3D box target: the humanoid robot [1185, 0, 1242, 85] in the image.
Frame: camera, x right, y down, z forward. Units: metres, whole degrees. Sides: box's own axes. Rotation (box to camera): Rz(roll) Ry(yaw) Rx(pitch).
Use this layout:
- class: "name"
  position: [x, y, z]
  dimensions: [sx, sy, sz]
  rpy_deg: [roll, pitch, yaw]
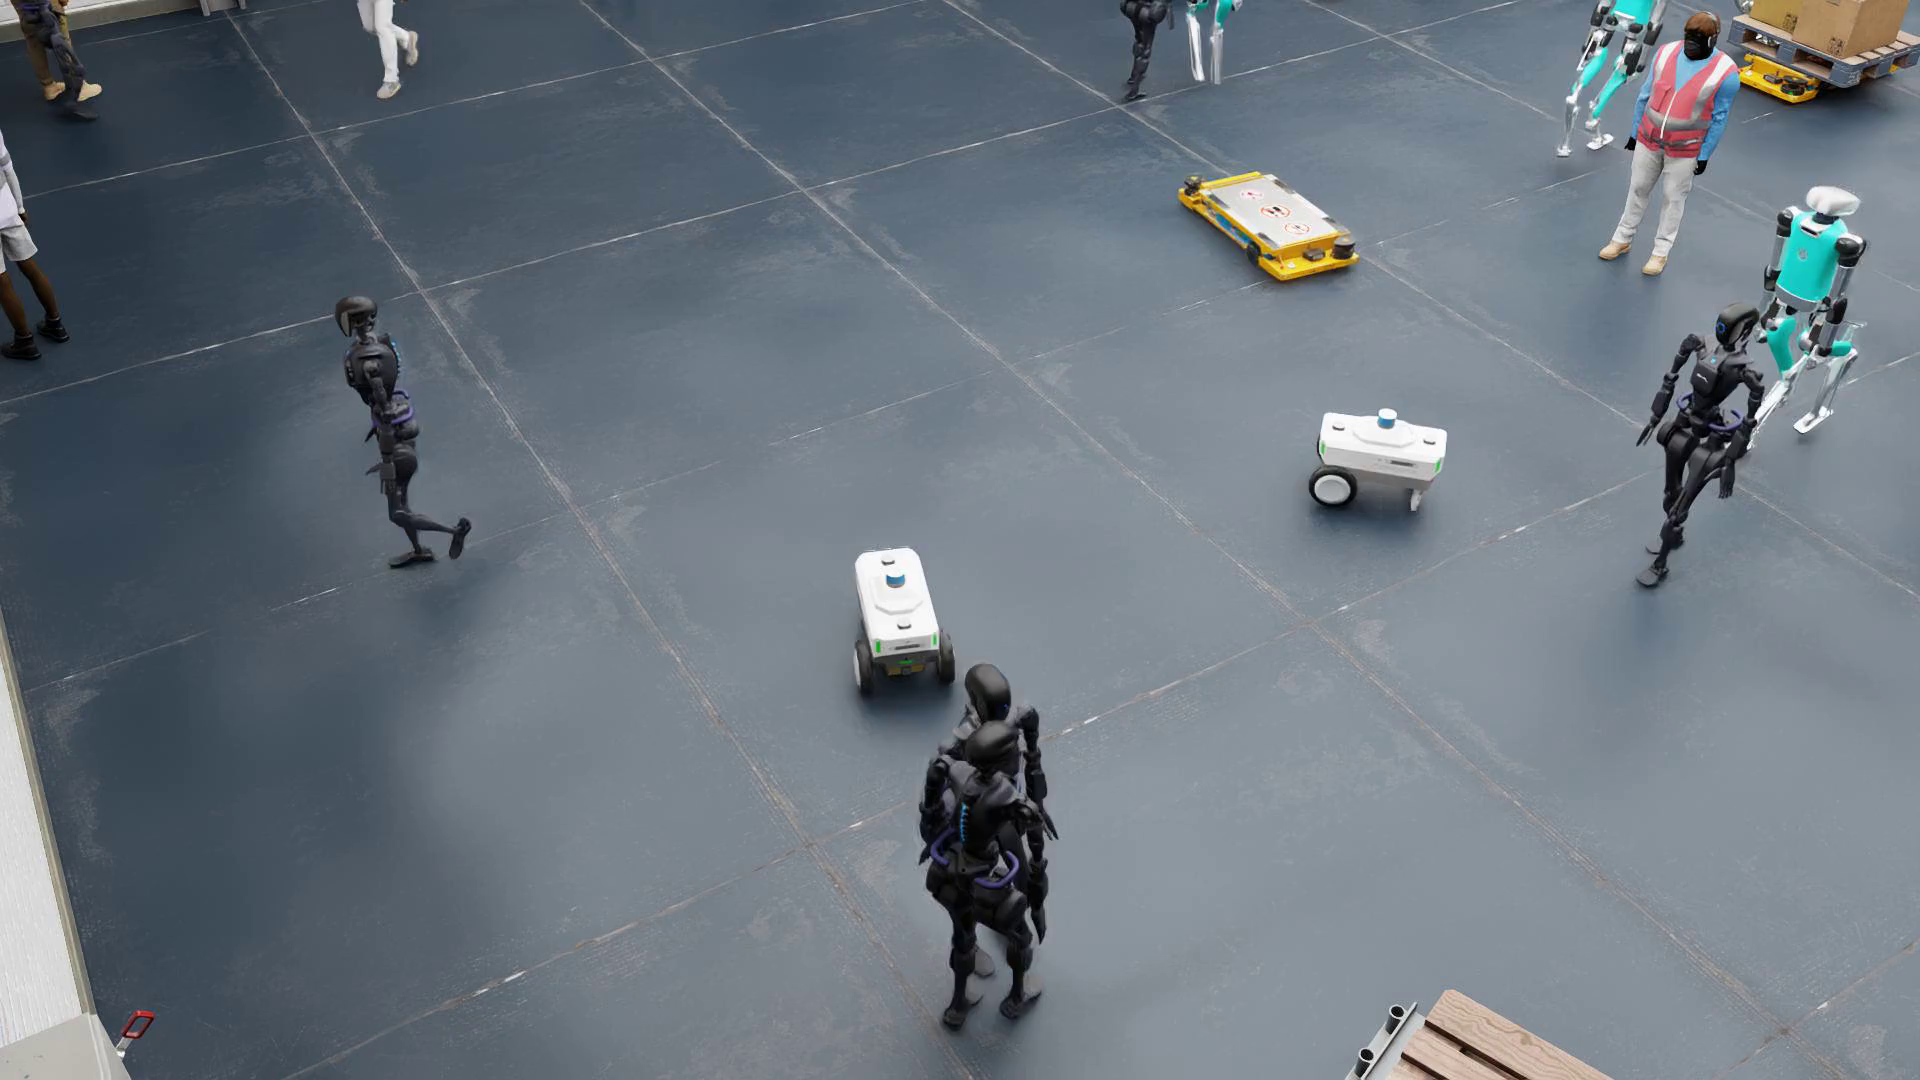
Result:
- class: "humanoid robot"
  position: [2.095, -4.634, 13.994]
  dimensions: [0.541, 1.801, 0.816]
  rpy_deg: [-6, 39, -8]

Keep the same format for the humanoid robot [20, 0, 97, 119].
- class: "humanoid robot"
  position: [-7.404, -4.228, 13.490]
  dimensions: [0.315, 1.656, 0.612]
  rpy_deg: [-17, 42, -21]

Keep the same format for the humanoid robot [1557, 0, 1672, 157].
- class: "humanoid robot"
  position: [4.960, -3.651, 12.751]
  dimensions: [0.581, 1.765, 1.016]
  rpy_deg: [28, 46, 31]

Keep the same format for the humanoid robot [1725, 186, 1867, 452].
- class: "humanoid robot"
  position: [5.062, -1.293, 9.783]
  dimensions: [1.038, 1.772, 0.541]
  rpy_deg: [-18, 42, -21]

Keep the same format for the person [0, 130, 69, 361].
- class: "person"
  position: [-6.170, -2.041, 10.526]
  dimensions: [0.354, 1.938, 0.541]
  rpy_deg: [17, 41, 20]

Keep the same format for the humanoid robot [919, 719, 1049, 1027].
- class: "humanoid robot"
  position: [0.077, 1.304, 6.516]
  dimensions: [0.612, 1.648, 0.349]
  rpy_deg: [22, 44, 26]

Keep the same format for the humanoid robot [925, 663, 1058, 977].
- class: "humanoid robot"
  position: [0.110, 1.148, 6.706]
  dimensions: [0.600, 1.648, 0.332]
  rpy_deg: [-24, 44, -27]

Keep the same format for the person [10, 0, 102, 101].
- class: "person"
  position: [-7.663, -4.494, 13.756]
  dimensions: [0.525, 1.768, 0.371]
  rpy_deg: [6, 39, 8]

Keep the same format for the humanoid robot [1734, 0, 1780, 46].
- class: "humanoid robot"
  position: [7.123, -5.120, 14.466]
  dimensions: [0.735, 1.674, 0.533]
  rpy_deg: [-11, 40, -14]

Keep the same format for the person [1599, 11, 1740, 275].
- class: "person"
  position: [4.902, -2.739, 11.482]
  dimensions: [0.624, 1.843, 0.429]
  rpy_deg: [31, 48, 33]

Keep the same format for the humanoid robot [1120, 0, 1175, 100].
- class: "humanoid robot"
  position: [1.553, -4.527, 13.873]
  dimensions: [0.456, 1.637, 0.599]
  rpy_deg: [-30, 47, -33]

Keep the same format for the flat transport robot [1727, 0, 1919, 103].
- class: "flat transport robot"
  position: [7.484, -4.148, 14.525]
  dimensions: [1.431, 0.231, 0.659]
  rpy_deg: [-21, 43, -24]

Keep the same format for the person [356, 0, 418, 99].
- class: "person"
  position: [-4.888, -4.728, 13.977]
  dimensions: [0.580, 1.859, 0.734]
  rpy_deg: [11, 40, 13]

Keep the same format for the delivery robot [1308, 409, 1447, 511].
- class: "delivery robot"
  position: [2.437, -0.501, 9.676]
  dimensions: [0.729, 0.573, 0.512]
  rpy_deg: [10, 39, 12]

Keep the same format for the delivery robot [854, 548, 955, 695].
- class: "delivery robot"
  position: [-0.325, 0.392, 8.565]
  dimensions: [0.499, 0.592, 0.795]
  rpy_deg: [-7, 39, -9]

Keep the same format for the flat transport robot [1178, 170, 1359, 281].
- class: "flat transport robot"
  position: [2.258, -2.358, 12.268]
  dimensions: [0.659, 0.231, 1.431]
  rpy_deg: [-16, 41, -19]

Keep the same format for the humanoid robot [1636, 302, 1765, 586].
- class: "humanoid robot"
  position: [3.897, -0.534, 8.838]
  dimensions: [0.557, 1.640, 0.603]
  rpy_deg: [-20, 43, -24]

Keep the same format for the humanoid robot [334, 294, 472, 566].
- class: "humanoid robot"
  position: [-2.990, -0.566, 8.871]
  dimensions: [0.436, 1.641, 0.609]
  rpy_deg: [-14, 41, -17]
